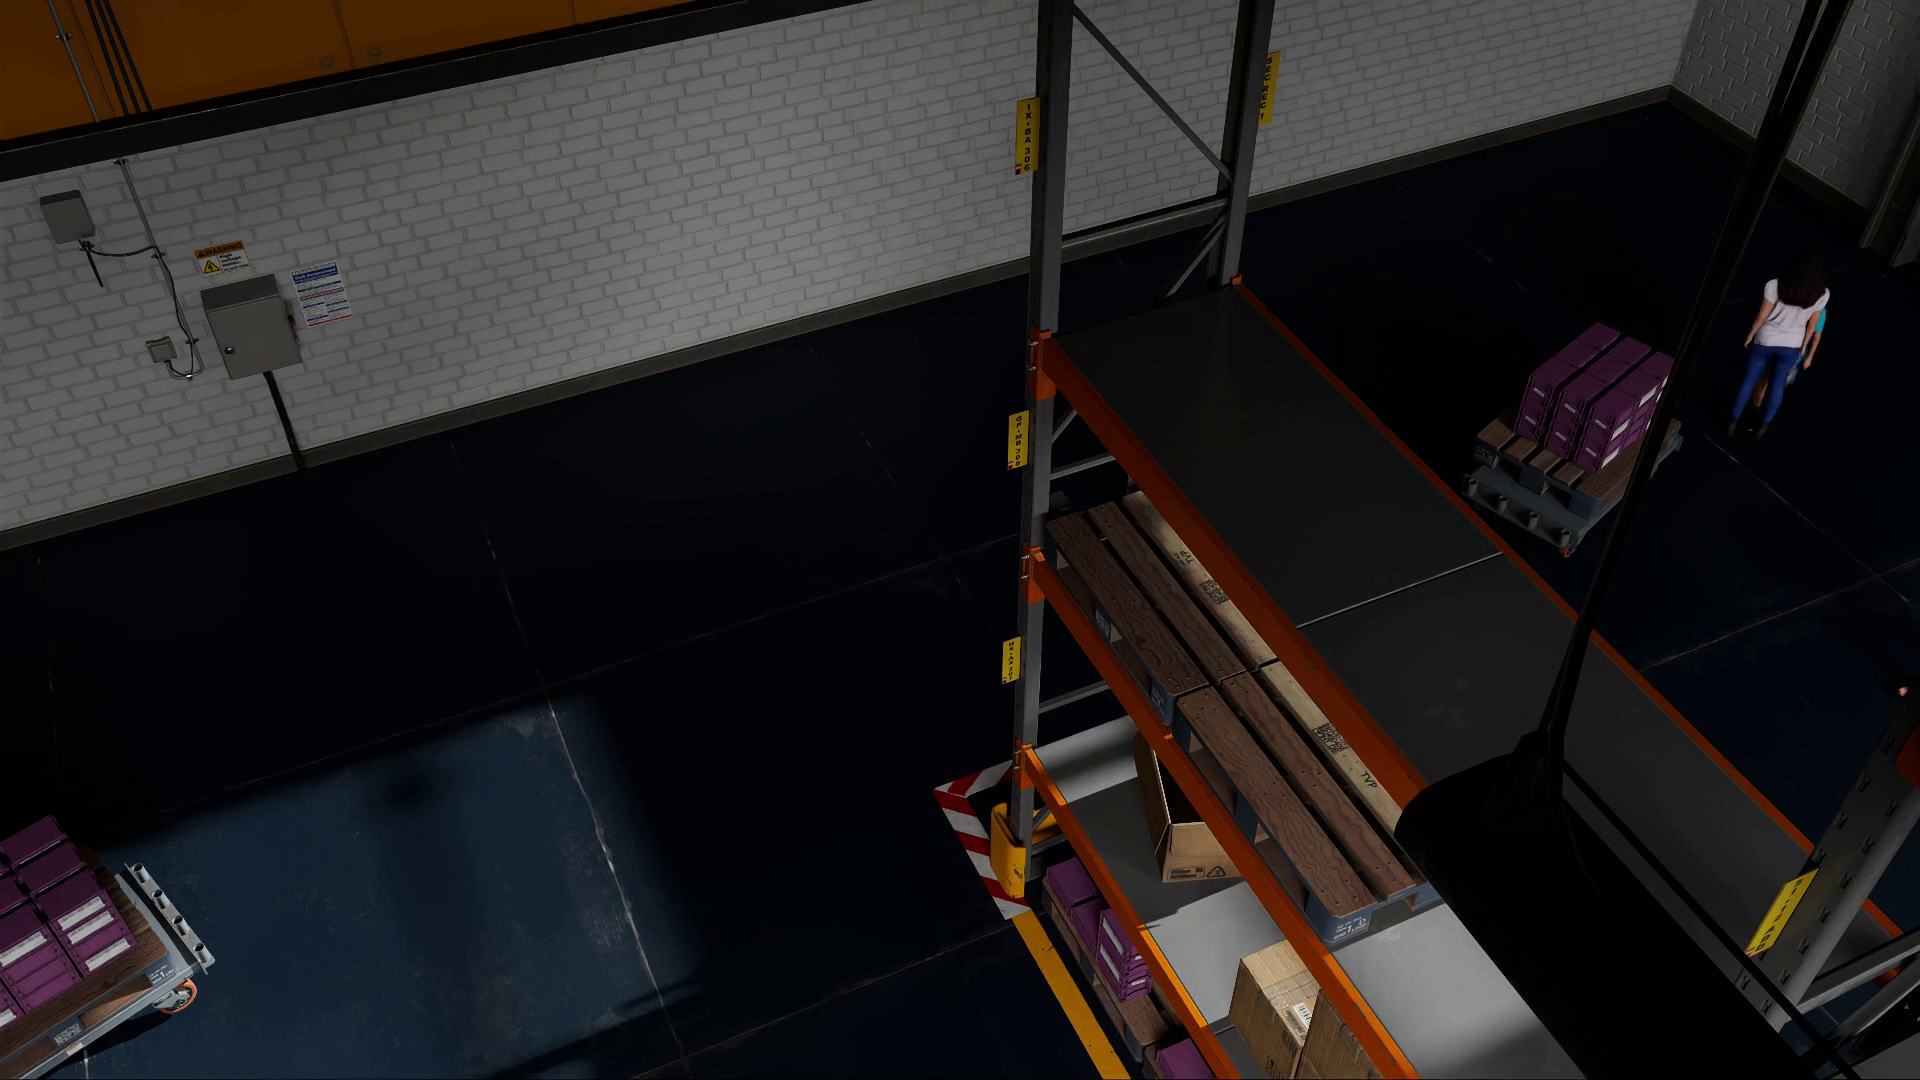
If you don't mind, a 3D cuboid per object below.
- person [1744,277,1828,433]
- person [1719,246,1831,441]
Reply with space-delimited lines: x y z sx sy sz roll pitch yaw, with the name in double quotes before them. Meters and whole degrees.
"person" 6.341 -1.523 12.770 0.844 1.423 0.822 26 49 25
"person" 6.143 -1.465 12.521 0.674 1.684 0.729 13 45 13
